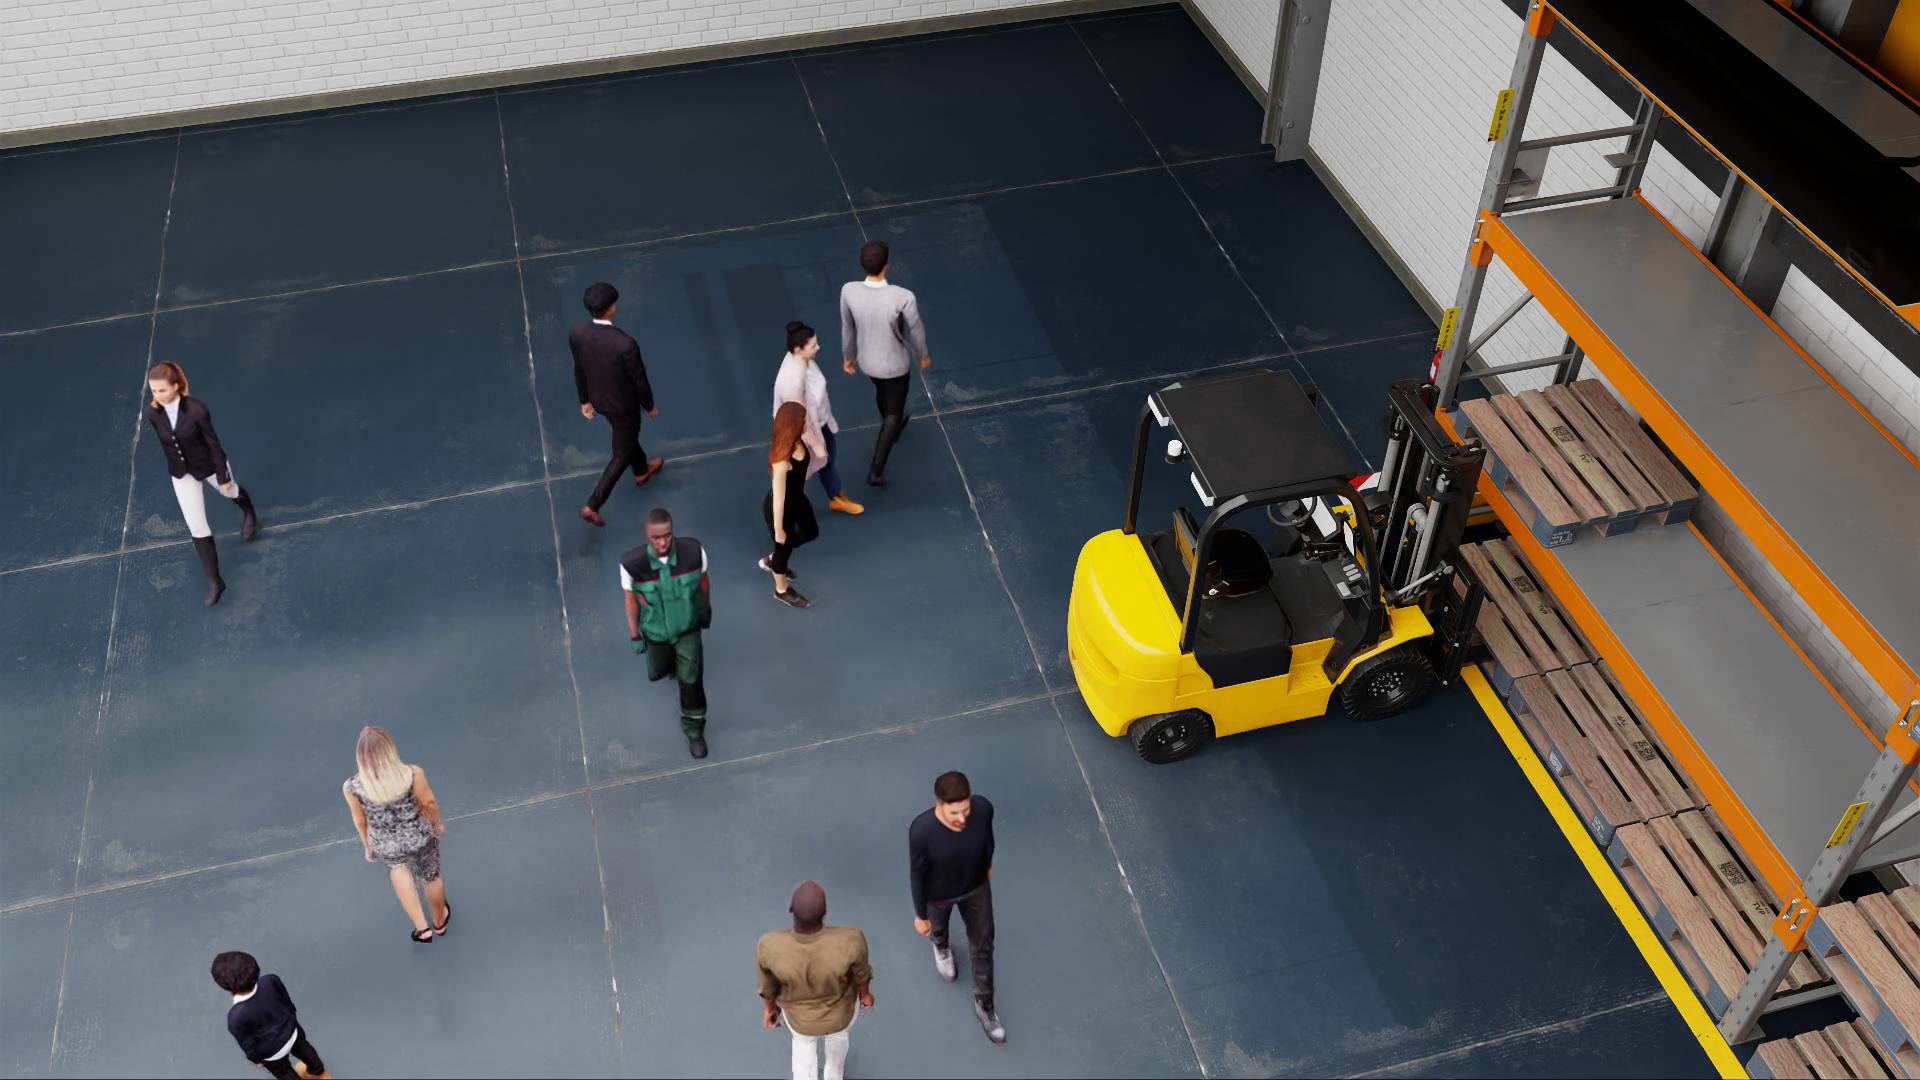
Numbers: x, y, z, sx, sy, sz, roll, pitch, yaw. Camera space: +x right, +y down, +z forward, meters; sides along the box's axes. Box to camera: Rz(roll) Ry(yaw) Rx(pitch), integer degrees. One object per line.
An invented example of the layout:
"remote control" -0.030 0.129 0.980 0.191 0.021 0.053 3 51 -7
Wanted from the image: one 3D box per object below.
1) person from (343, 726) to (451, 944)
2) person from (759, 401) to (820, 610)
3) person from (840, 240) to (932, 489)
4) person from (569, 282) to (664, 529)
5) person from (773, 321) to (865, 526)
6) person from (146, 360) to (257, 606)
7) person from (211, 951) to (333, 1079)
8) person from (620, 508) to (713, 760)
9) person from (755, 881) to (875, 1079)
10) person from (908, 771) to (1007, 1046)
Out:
"person" -2.990 1.681 8.954 0.595 1.687 0.656 -13 45 -13
"person" -1.211 -0.235 10.951 0.839 1.707 0.785 13 45 13
"person" -0.573 -1.235 11.845 1.206 1.922 1.336 17 46 17
"person" -2.443 -0.897 11.545 1.204 1.847 1.265 22 48 21
"person" -1.153 -0.767 11.500 0.973 1.720 0.988 7 44 7
"person" -5.090 -0.505 11.255 0.751 1.678 1.226 -2 44 -2
"person" -3.487 2.493 8.443 0.657 1.217 0.581 16 46 17
"person" -1.781 0.467 10.133 0.687 1.818 1.072 -12 45 -13
"person" -0.693 2.358 8.164 0.818 1.795 0.978 -3 44 -3
"person" -0.071 1.753 8.768 0.717 1.839 1.034 -15 46 -15
